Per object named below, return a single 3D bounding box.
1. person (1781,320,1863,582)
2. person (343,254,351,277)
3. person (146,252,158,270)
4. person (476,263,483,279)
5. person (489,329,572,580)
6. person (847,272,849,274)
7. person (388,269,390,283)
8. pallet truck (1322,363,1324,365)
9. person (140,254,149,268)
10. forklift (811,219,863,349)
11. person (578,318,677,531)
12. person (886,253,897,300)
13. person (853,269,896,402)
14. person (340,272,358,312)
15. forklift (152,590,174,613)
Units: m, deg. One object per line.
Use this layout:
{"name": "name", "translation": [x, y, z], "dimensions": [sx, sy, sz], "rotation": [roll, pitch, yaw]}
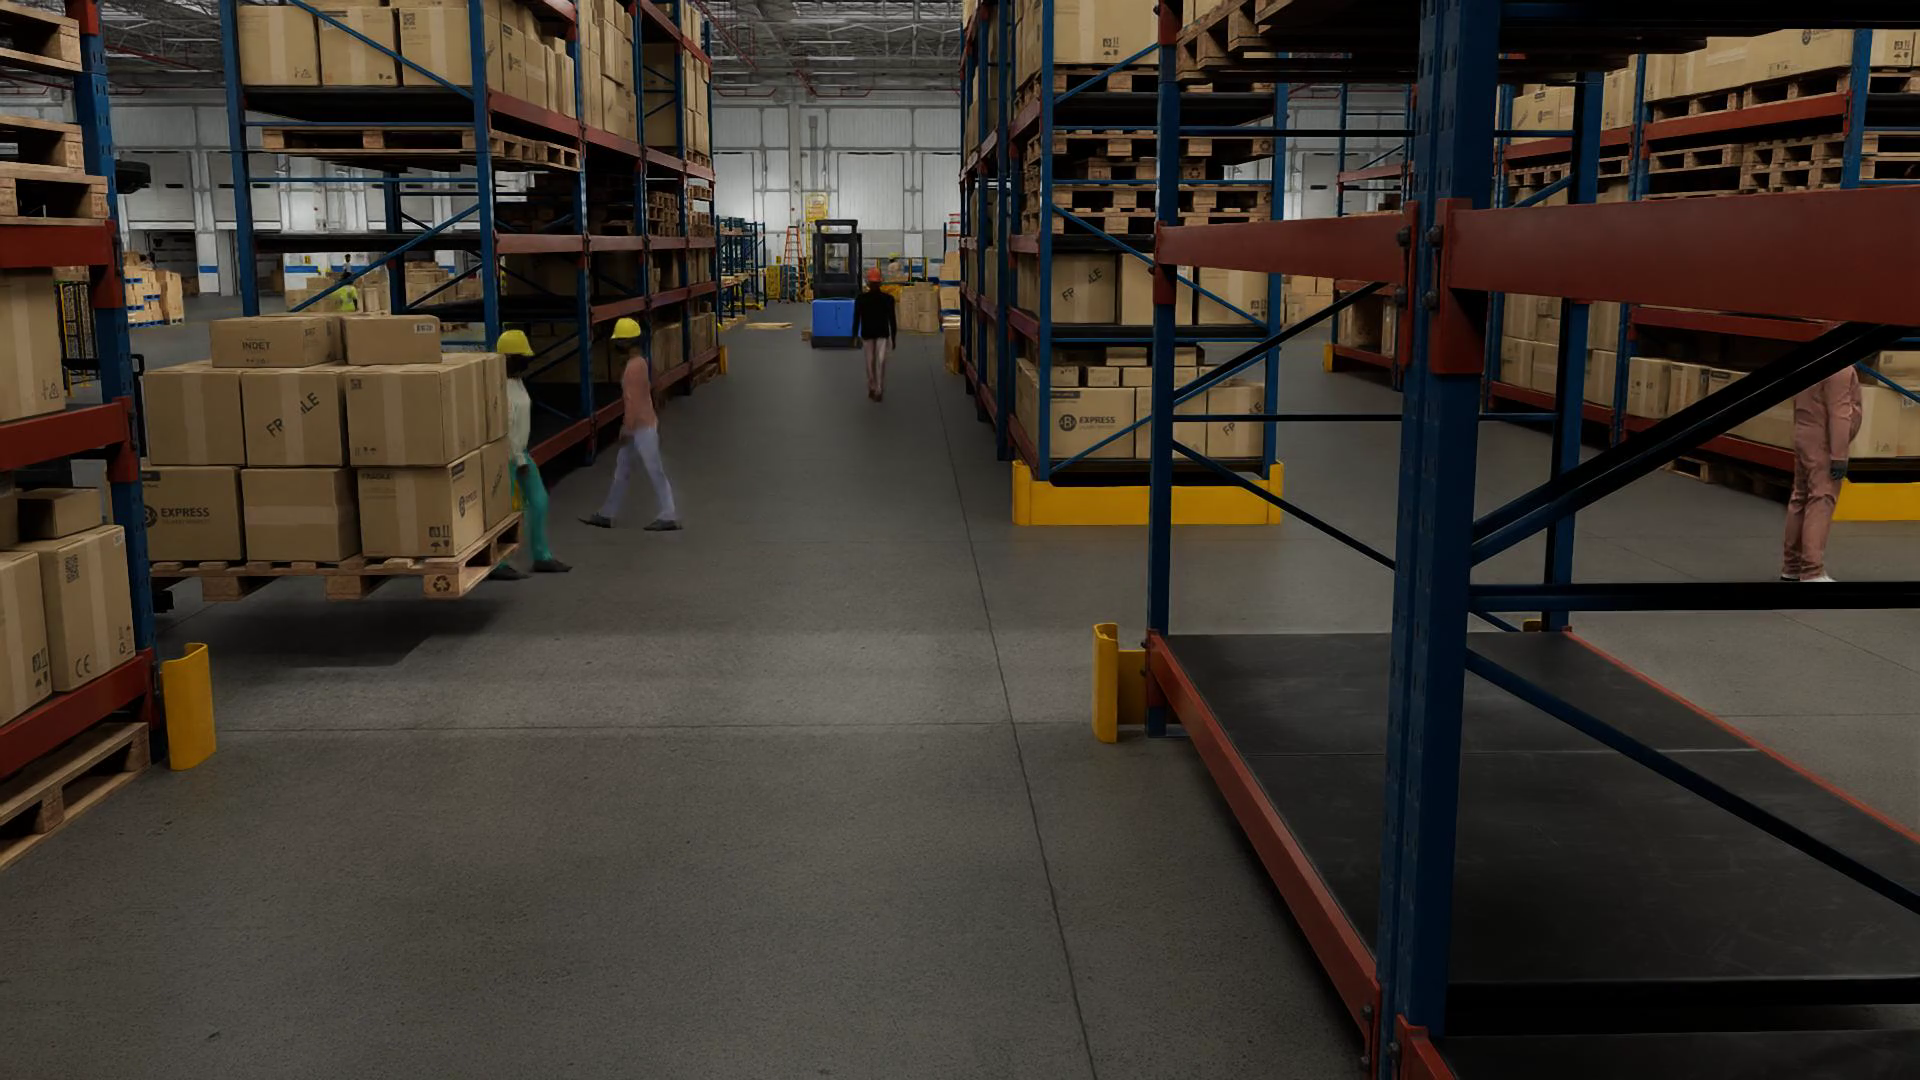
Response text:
{"name": "person", "translation": [5.876, -0.616, 11.275], "dimensions": [0.401, 1.904, 0.649], "rotation": [1, 10, 6]}
{"name": "person", "translation": [-23.495, -10.038, 63.879], "dimensions": [0.327, 1.865, 0.520], "rotation": [0, 10, -1]}
{"name": "person", "translation": [-33.577, -11.023, 69.280], "dimensions": [0.689, 1.891, 0.640], "rotation": [1, 10, 4]}
{"name": "person", "translation": [-16.736, -9.124, 58.633], "dimensions": [0.583, 1.921, 0.390], "rotation": [-6, 12, -29]}
{"name": "person", "translation": [-3.001, -0.573, 11.467], "dimensions": [0.662, 1.741, 0.531], "rotation": [1, 10, 5]}
{"name": "person", "translation": [-2.536, -5.363, 38.453], "dimensions": [0.307, 1.639, 0.525], "rotation": [2, 10, 9]}
{"name": "person", "translation": [-18.734, -8.429, 54.902], "dimensions": [0.506, 1.869, 0.582], "rotation": [-7, 12, -34]}
{"name": "pallet truck", "translation": [7.712, -4.157, 30.737], "dimensions": [1.885, 1.965, 0.823], "rotation": [3, 11, 16]}
{"name": "person", "translation": [-33.454, -10.814, 68.303], "dimensions": [0.519, 1.822, 0.650], "rotation": [1, 10, 7]}
{"name": "forklift", "translation": [-2.691, -5.615, 36.399], "dimensions": [1.129, 2.768, 1.873], "rotation": [0, 10, -2]}
{"name": "person", "translation": [-2.705, -0.912, 13.385], "dimensions": [0.866, 1.722, 0.556], "rotation": [-2, 10, -13]}
{"name": "person", "translation": [-2.674, -10.261, 65.048], "dimensions": [0.550, 1.889, 0.630], "rotation": [-6, 12, -32]}
{"name": "person", "translation": [-1.264, -3.041, 24.669], "dimensions": [0.630, 1.956, 1.006], "rotation": [0, 10, 3]}
{"name": "person", "translation": [-13.443, -5.036, 36.498], "dimensions": [0.542, 1.678, 0.564], "rotation": [10, 14, 43]}
{"name": "forklift", "translation": [-5.858, -0.811, 9.639], "dimensions": [1.873, 2.768, 1.129], "rotation": [-1, 10, -3]}
